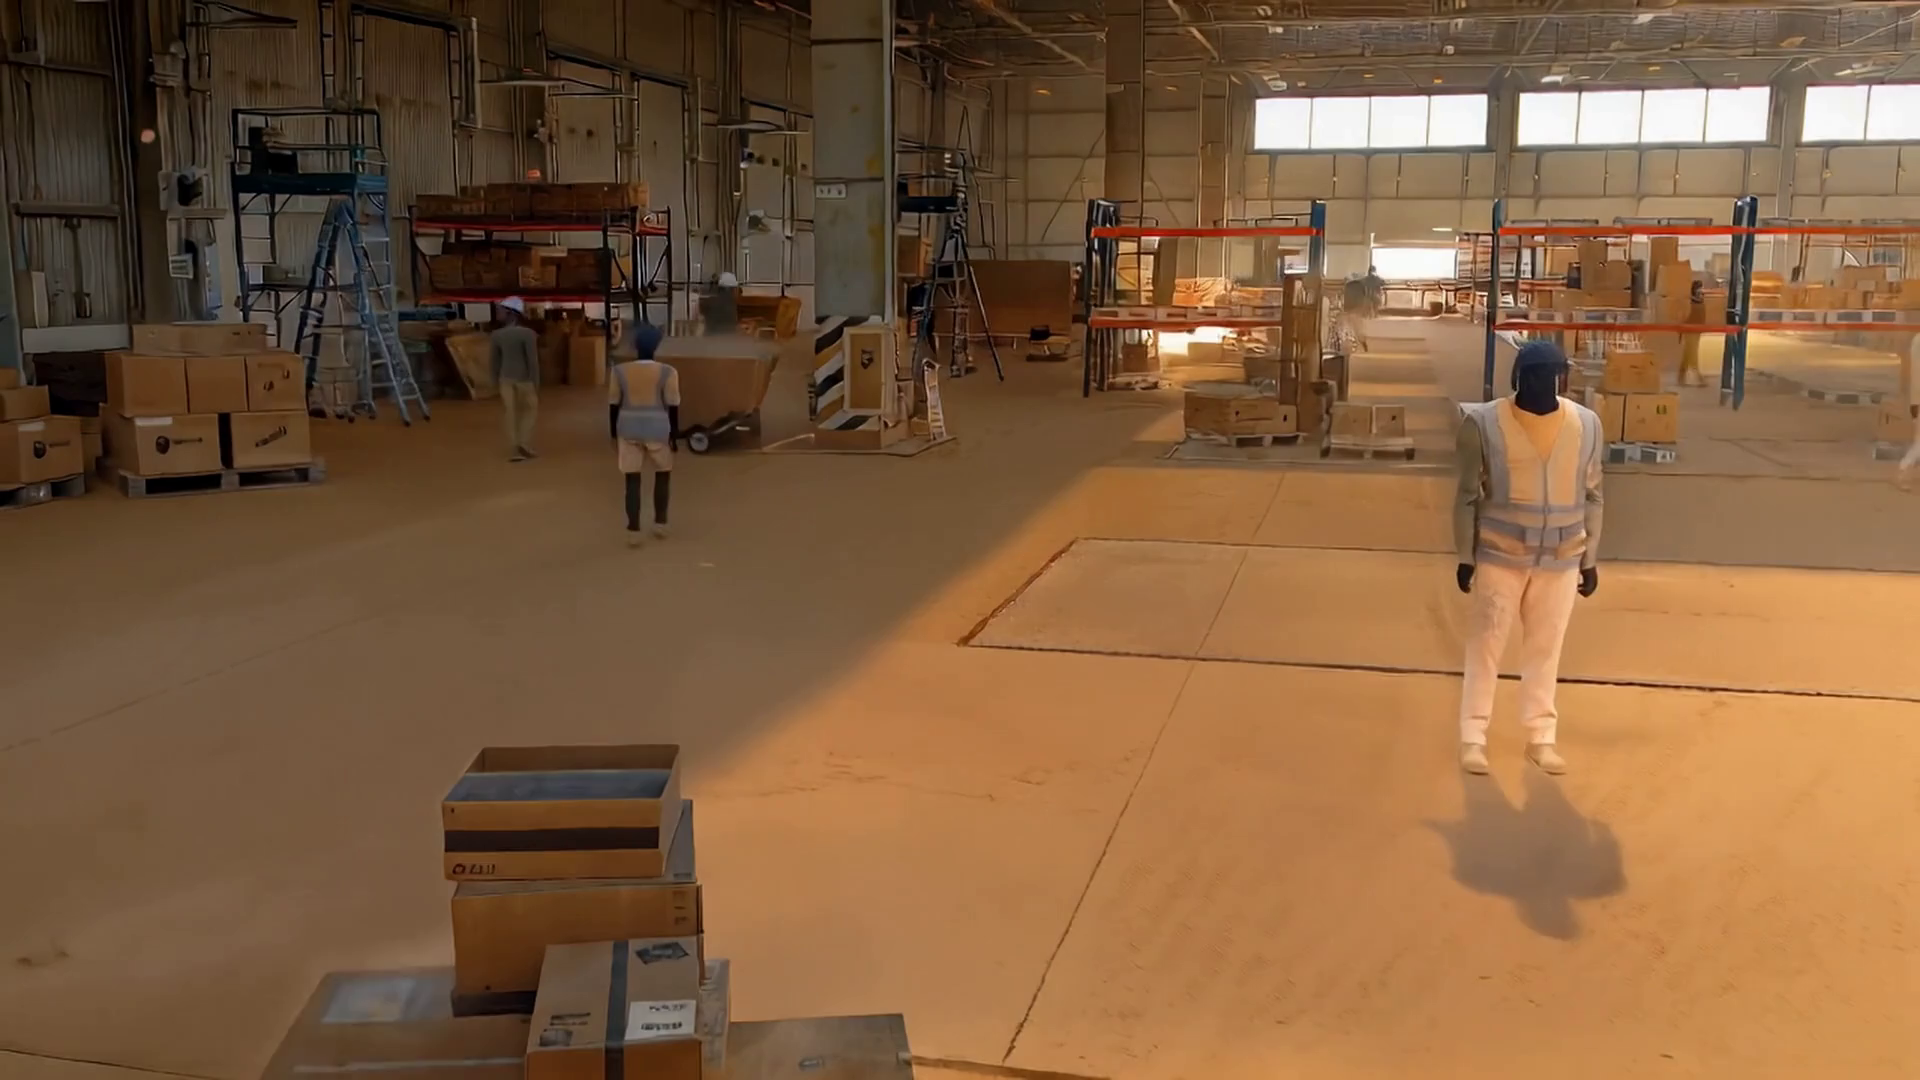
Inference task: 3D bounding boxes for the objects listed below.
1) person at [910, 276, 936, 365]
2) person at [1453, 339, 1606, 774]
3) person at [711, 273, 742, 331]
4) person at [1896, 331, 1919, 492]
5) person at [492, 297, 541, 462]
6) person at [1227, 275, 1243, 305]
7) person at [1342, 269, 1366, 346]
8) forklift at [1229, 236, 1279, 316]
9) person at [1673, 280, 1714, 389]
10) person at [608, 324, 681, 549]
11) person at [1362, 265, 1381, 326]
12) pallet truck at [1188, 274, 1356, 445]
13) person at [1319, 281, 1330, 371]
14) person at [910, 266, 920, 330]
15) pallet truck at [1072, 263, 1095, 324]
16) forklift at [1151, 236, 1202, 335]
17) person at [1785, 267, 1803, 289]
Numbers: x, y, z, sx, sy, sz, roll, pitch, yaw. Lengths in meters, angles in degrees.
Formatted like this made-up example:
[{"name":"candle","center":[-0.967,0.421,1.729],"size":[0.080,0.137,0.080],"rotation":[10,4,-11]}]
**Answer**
[{"name":"person","center":[-0.713,-4.343,32.900],"size":[0.574,1.887,0.356],"rotation":[7,12,34]},{"name":"person","center":[2.394,0.078,7.011],"size":[0.624,1.841,0.430],"rotation":[0,10,2]},{"name":"person","center":[-2.976,-2.481,21.665],"size":[0.680,1.969,0.617],"rotation":[0,10,2]},{"name":"person","center":[8.742,-1.244,14.821],"size":[0.640,1.830,0.608],"rotation":[0,10,-3]},{"name":"person","center":[-4.726,-1.719,17.813],"size":[0.546,1.751,0.449],"rotation":[2,10,10]},{"name":"person","center":[8.611,-7.473,52.064],"size":[0.524,1.635,0.308],"rotation":[6,11,31]},{"name":"person","center":[9.173,-5.379,38.945],"size":[0.665,1.902,0.551],"rotation":[-7,12,-34]},{"name":"forklift","center":[9.149,-7.747,50.019],"size":[1.873,2.768,1.129],"rotation":[9,13,42]},{"name":"person","center":[12.310,-3.431,27.772],"size":[0.535,1.793,0.951],"rotation":[-4,10,-21]},{"name":"person","center":[-2.364,-0.794,12.599],"size":[0.565,1.672,0.656],"rotation":[0,10,2]},{"name":"person","center":[13.222,-7.834,53.349],"size":[0.661,1.917,0.701],"rotation":[6,11,32]},{"name":"pallet truck","center":[3.653,-2.138,19.590],"size":[1.885,1.965,0.823],"rotation":[-4,10,-20]},{"name":"person","center":[6.905,-4.094,31.883],"size":[0.484,1.737,0.322],"rotation":[-5,11,-26]},{"name":"person","center":[-1.320,-7.316,50.288],"size":[0.388,1.929,0.548],"rotation":[3,10,18]},{"name":"pallet truck","center":[4.325,-8.180,55.162],"size":[0.823,1.965,1.885],"rotation":[6,11,31]},{"name":"forklift","center":[5.866,-7.214,46.878],"size":[1.873,2.768,1.129],"rotation":[2,10,14]},{"name":"person","center":[26.192,-7.629,52.220],"size":[0.552,1.891,0.669],"rotation":[-4,10,-21]}]
